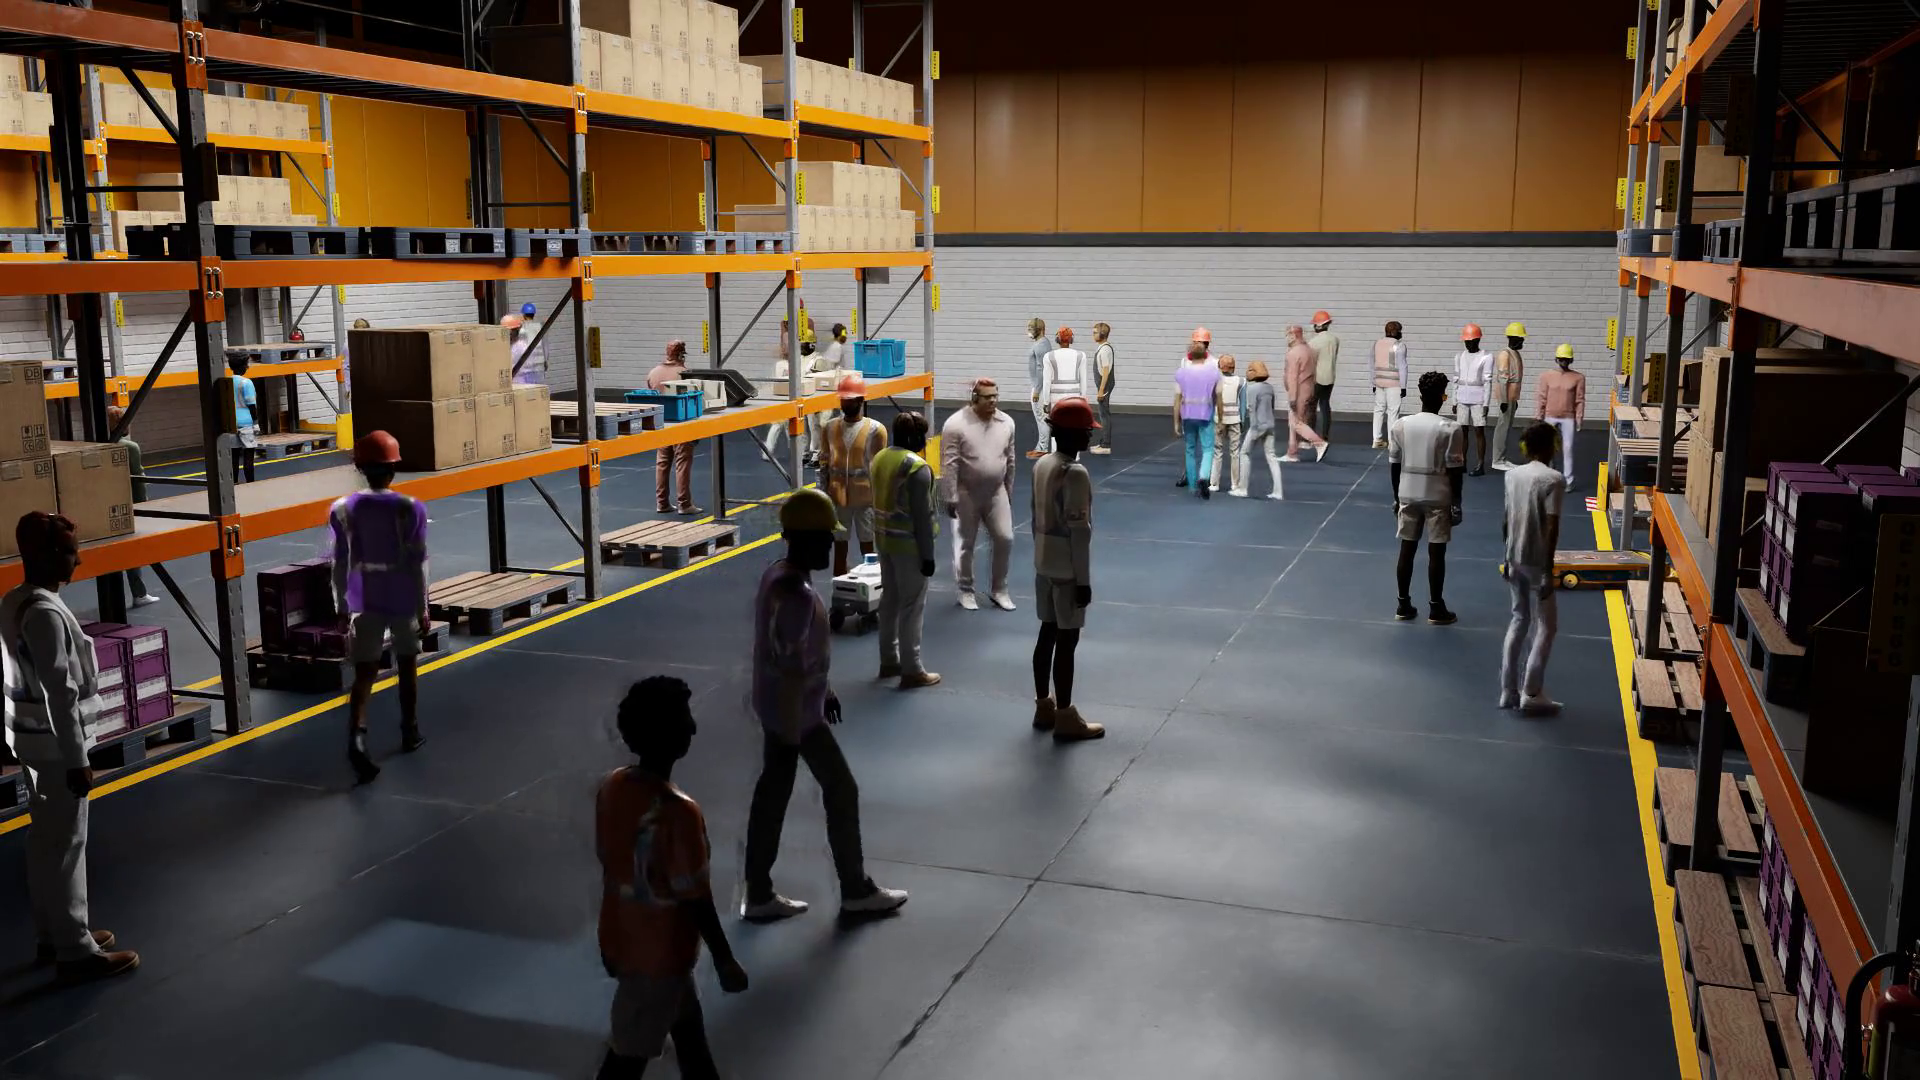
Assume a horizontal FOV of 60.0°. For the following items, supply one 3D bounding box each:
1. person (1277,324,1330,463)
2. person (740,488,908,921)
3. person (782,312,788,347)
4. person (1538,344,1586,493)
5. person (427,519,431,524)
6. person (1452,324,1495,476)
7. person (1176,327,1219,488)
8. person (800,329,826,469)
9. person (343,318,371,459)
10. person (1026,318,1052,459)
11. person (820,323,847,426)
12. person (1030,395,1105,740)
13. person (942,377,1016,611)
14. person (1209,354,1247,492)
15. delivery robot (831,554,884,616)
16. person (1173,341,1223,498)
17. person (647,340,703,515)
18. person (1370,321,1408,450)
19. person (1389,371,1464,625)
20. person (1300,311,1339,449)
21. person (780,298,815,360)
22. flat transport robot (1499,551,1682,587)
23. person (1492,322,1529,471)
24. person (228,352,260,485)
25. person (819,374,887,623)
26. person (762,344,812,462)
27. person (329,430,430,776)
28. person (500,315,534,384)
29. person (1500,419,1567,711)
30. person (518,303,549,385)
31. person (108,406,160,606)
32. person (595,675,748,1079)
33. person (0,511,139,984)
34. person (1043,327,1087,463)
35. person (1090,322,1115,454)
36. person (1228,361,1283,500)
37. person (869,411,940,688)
[{"bbox_3d":[4.609,-1.939,22.213,0.736,1.879,0.663,7,12,33],"label":"person"},{"bbox_3d":[-0.592,0.716,7.193,0.839,1.893,0.589,-4,11,-20],"label":"person"},{"bbox_3d":[-2.939,-3.078,28.930,0.328,1.767,0.530,4,11,24],"label":"person"},{"bbox_3d":[7.122,-1.440,19.719,0.525,1.768,0.331,5,11,26],"label":"person"},{"bbox_3d":[-5.824,-1.070,17.335,0.534,1.866,0.315,4,11,23],"label":"person"},{"bbox_3d":[6.483,-1.772,21.124,0.380,1.929,0.543,-10,14,-43],"label":"person"},{"bbox_3d":[2.882,-1.594,20.077,0.542,1.943,0.348,5,11,27],"label":"person"},{"bbox_3d":[-2.007,-1.855,21.848,0.404,1.836,0.590,-9,13,-41],"label":"person"},{"bbox_3d":[-8.124,-2.065,22.756,0.627,1.934,0.370,1,10,3],"label":"person"},{"bbox_3d":[1.085,-2.074,22.806,0.373,1.935,0.627,1,10,6],"label":"person"},{"bbox_3d":[-1.706,-2.173,23.721,0.942,1.803,0.594,-5,11,-26],"label":"person"},{"bbox_3d":[0.637,0.159,9.915,0.394,2.044,0.609,-4,11,-21],"label":"person"},{"bbox_3d":[0.174,-0.350,13.243,0.666,1.887,0.629,-4,11,-21],"label":"person"},{"bbox_3d":[3.145,-1.380,19.723,0.523,1.639,0.306,-2,10,-9],"label":"person"},{"bbox_3d":[-0.681,0.349,12.776,0.477,0.478,0.707,6,12,29],"label":"delivery robot"},{"bbox_3d":[2.720,-1.364,19.120,0.574,1.822,0.704,2,10,13],"label":"person"},{"bbox_3d":[-3.081,-1.221,18.106,0.645,1.900,0.404,5,11,27],"label":"person"},{"bbox_3d":[6.179,-2.219,23.883,0.429,1.839,0.633,-7,12,-33],"label":"person"},{"bbox_3d":[3.616,-0.327,12.873,0.604,1.966,0.367,9,13,41],"label":"person"},{"bbox_3d":[5.174,-2.297,23.915,0.622,1.987,0.426,-8,13,-37],"label":"person"},{"bbox_3d":[-2.895,-3.328,29.693,0.612,1.994,0.395,-1,10,-5],"label":"person"},{"bbox_3d":[5.500,0.244,14.426,1.431,0.197,0.652,0,10,0],"label":"flat transport robot"},{"bbox_3d":[7.169,-1.868,21.658,0.382,1.924,0.594,6,12,31],"label":"person"},{"bbox_3d":[-8.353,-1.340,19.344,0.533,1.694,0.319,5,11,27],"label":"person"},{"bbox_3d":[-0.832,-0.311,12.864,0.545,1.938,0.362,2,10,13],"label":"person"},{"bbox_3d":[-2.346,-1.853,22.492,0.852,1.597,0.533,-6,11,-29],"label":"person"},{"bbox_3d":[-3.244,0.343,9.286,0.556,1.908,0.890,0,10,-2],"label":"person"},{"bbox_3d":[-5.979,-1.963,22.007,0.968,1.999,0.615,-6,12,-32],"label":"person"},{"bbox_3d":[3.609,0.157,10.528,0.464,1.830,0.555,-5,11,-28],"label":"person"},{"bbox_3d":[-7.257,-3.035,28.170,0.616,1.946,0.394,-8,13,-40],"label":"person"},{"bbox_3d":[-6.818,-0.270,13.483,0.498,1.634,0.281,1,10,7],"label":"person"},{"bbox_3d":[-0.906,1.224,5.014,0.887,1.652,0.531,-6,12,-31],"label":"person"},{"bbox_3d":[-3.599,0.819,6.642,0.355,1.887,0.573,-9,13,-40],"label":"person"},{"bbox_3d":[1.344,-1.797,21.386,0.576,1.882,0.355,-1,10,-8],"label":"person"},{"bbox_3d":[1.999,-2.128,23.351,0.343,1.847,0.507,1,10,6],"label":"person"},{"bbox_3d":[3.458,-1.267,19.240,0.511,1.586,0.724,-9,14,-42],"label":"person"},{"bbox_3d":[-0.364,0.056,11.110,0.430,1.831,0.643,-7,12,-33],"label":"person"}]
